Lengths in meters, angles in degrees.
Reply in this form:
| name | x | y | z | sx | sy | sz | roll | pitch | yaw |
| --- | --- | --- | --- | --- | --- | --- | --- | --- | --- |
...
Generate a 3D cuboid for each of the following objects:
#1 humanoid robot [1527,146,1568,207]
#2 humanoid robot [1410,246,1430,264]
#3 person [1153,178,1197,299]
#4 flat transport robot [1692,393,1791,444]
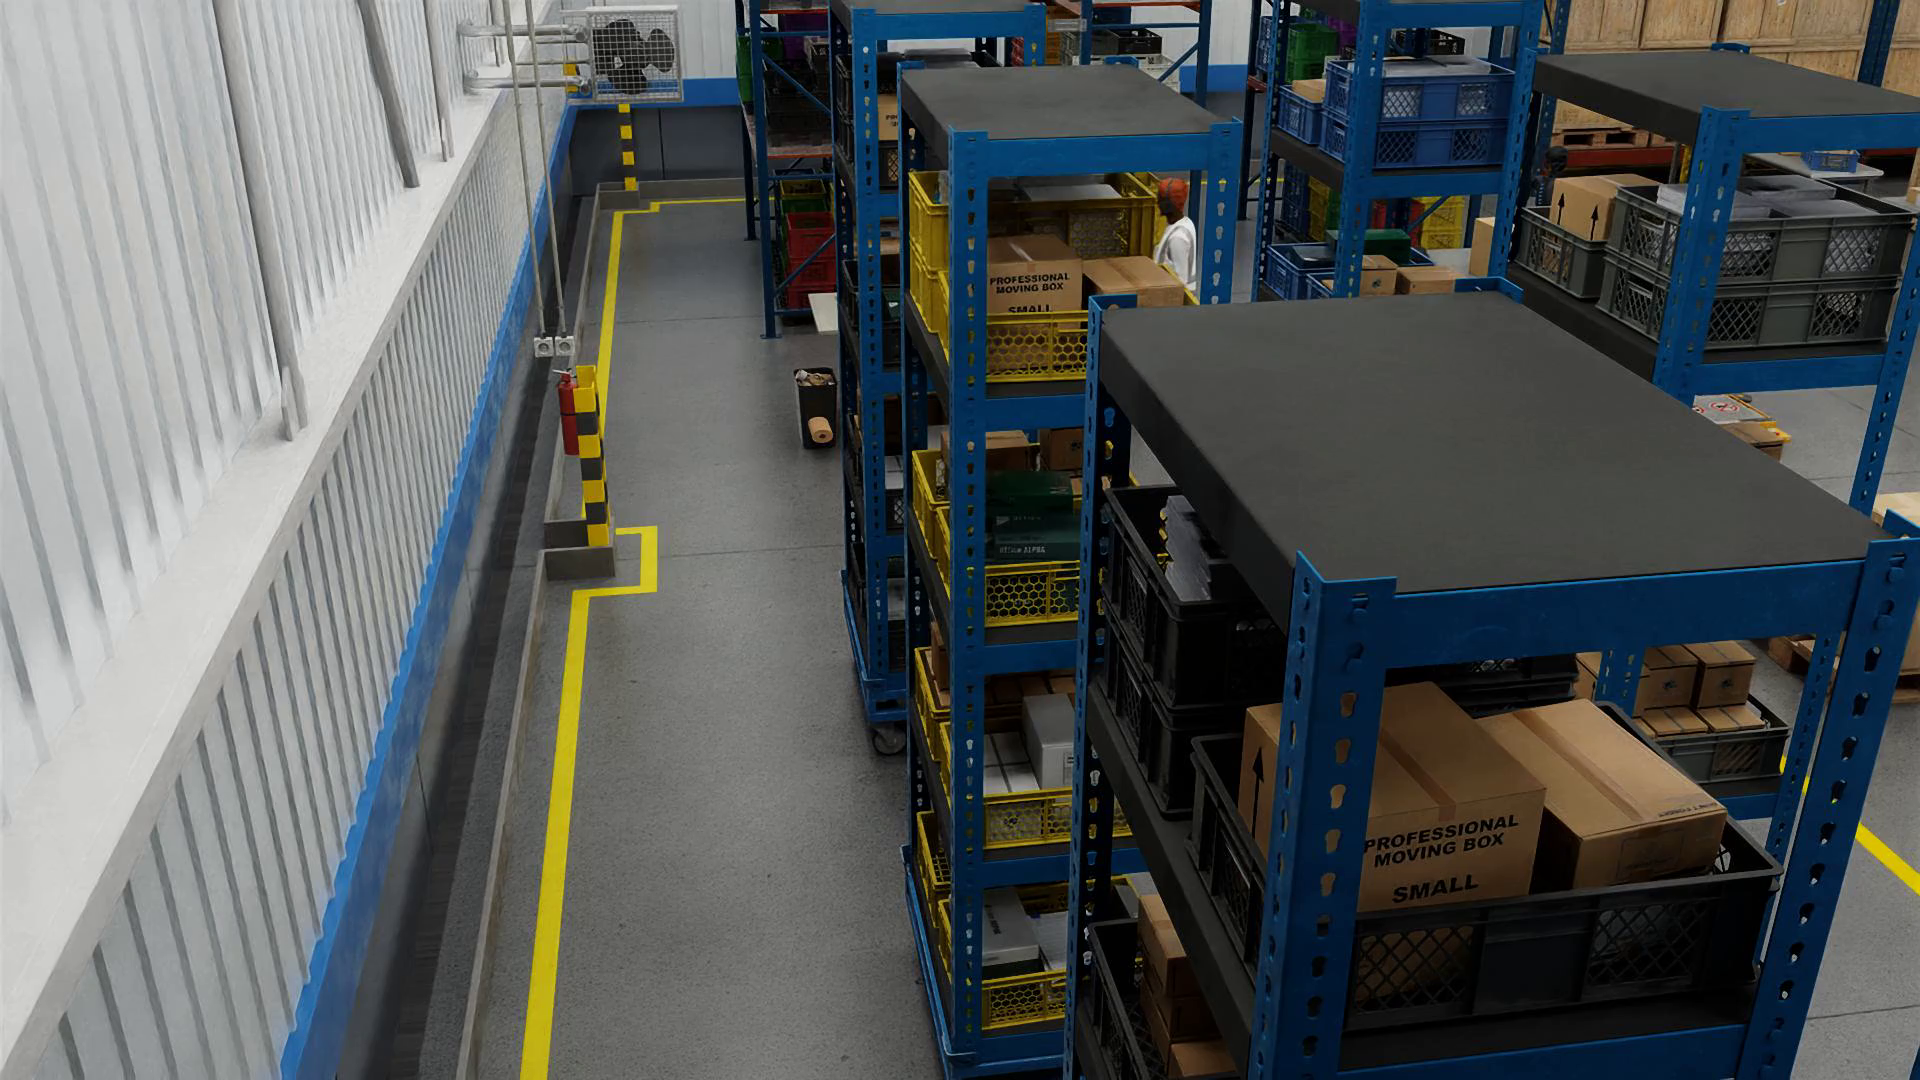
| name | x | y | z | sx | sy | sz | roll | pitch | yaw |
| --- | --- | --- | --- | --- | --- | --- | --- | --- | --- |
| humanoid robot | 4.902 | -2.478 | 13.982 | 0.330 | 1.657 | 0.601 | -18 | 30 | -33 |
| humanoid robot | 2.962 | -1.132 | 11.071 | 0.573 | 1.652 | 0.328 | 6 | 25 | 12 |
| person | 1.527 | -1.673 | 12.006 | 0.358 | 1.881 | 0.572 | 3 | 25 | 7 |
| flat transport robot | 5.224 | -0.859 | 12.132 | 1.431 | 0.197 | 0.652 | -4 | 25 | -8 |
